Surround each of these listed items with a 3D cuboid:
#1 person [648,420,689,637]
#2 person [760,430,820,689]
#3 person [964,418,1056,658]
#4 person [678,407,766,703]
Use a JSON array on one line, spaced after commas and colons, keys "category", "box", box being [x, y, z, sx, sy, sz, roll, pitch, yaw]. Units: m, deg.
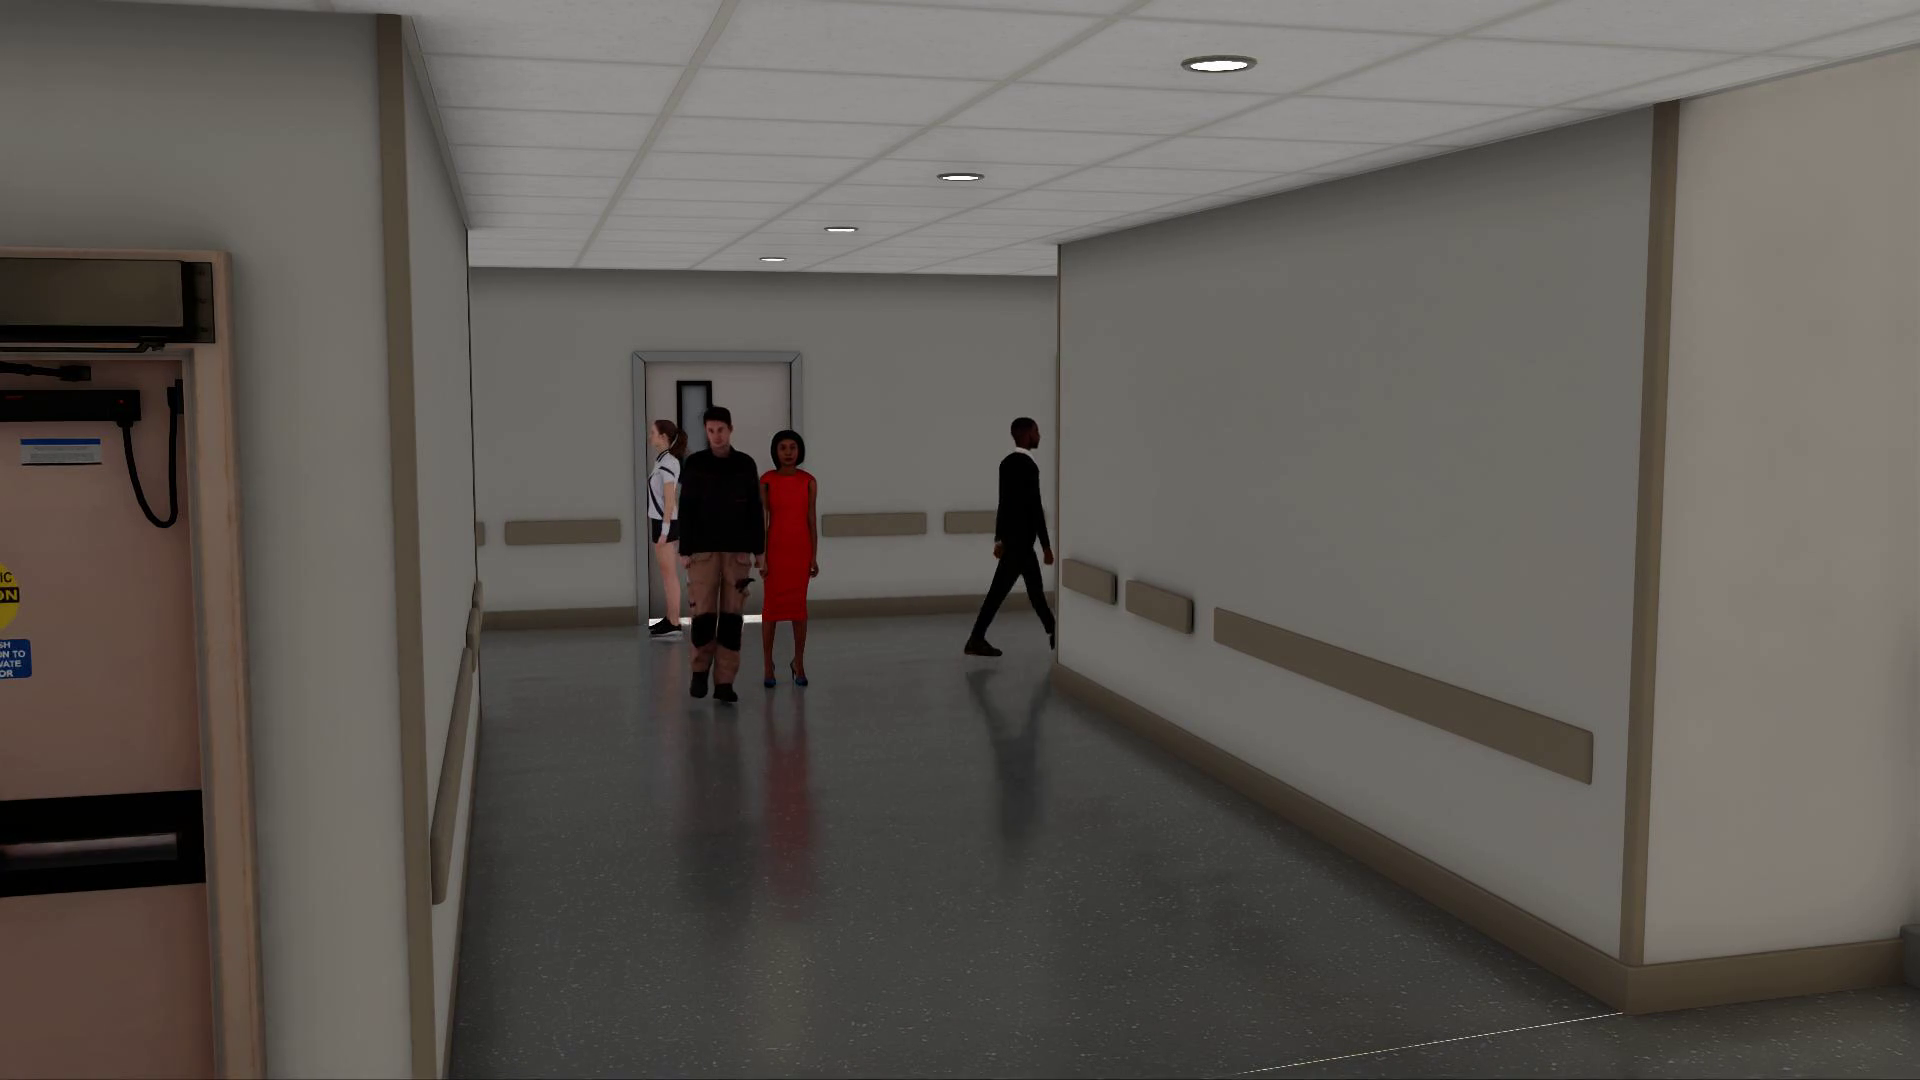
[{"category": "person", "box": [-2.396, -0.106, 13.560, 0.565, 1.752, 0.563, -1, 6, -12]}, {"category": "person", "box": [-1.180, 0.121, 11.356, 0.429, 1.743, 0.617, -2, 6, -16]}, {"category": "person", "box": [0.342, 0.029, 12.232, 1.252, 1.750, 0.762, -2, 6, -21]}, {"category": "person", "box": [-1.564, 0.093, 10.795, 0.634, 1.909, 0.804, -2, 6, -22]}]
